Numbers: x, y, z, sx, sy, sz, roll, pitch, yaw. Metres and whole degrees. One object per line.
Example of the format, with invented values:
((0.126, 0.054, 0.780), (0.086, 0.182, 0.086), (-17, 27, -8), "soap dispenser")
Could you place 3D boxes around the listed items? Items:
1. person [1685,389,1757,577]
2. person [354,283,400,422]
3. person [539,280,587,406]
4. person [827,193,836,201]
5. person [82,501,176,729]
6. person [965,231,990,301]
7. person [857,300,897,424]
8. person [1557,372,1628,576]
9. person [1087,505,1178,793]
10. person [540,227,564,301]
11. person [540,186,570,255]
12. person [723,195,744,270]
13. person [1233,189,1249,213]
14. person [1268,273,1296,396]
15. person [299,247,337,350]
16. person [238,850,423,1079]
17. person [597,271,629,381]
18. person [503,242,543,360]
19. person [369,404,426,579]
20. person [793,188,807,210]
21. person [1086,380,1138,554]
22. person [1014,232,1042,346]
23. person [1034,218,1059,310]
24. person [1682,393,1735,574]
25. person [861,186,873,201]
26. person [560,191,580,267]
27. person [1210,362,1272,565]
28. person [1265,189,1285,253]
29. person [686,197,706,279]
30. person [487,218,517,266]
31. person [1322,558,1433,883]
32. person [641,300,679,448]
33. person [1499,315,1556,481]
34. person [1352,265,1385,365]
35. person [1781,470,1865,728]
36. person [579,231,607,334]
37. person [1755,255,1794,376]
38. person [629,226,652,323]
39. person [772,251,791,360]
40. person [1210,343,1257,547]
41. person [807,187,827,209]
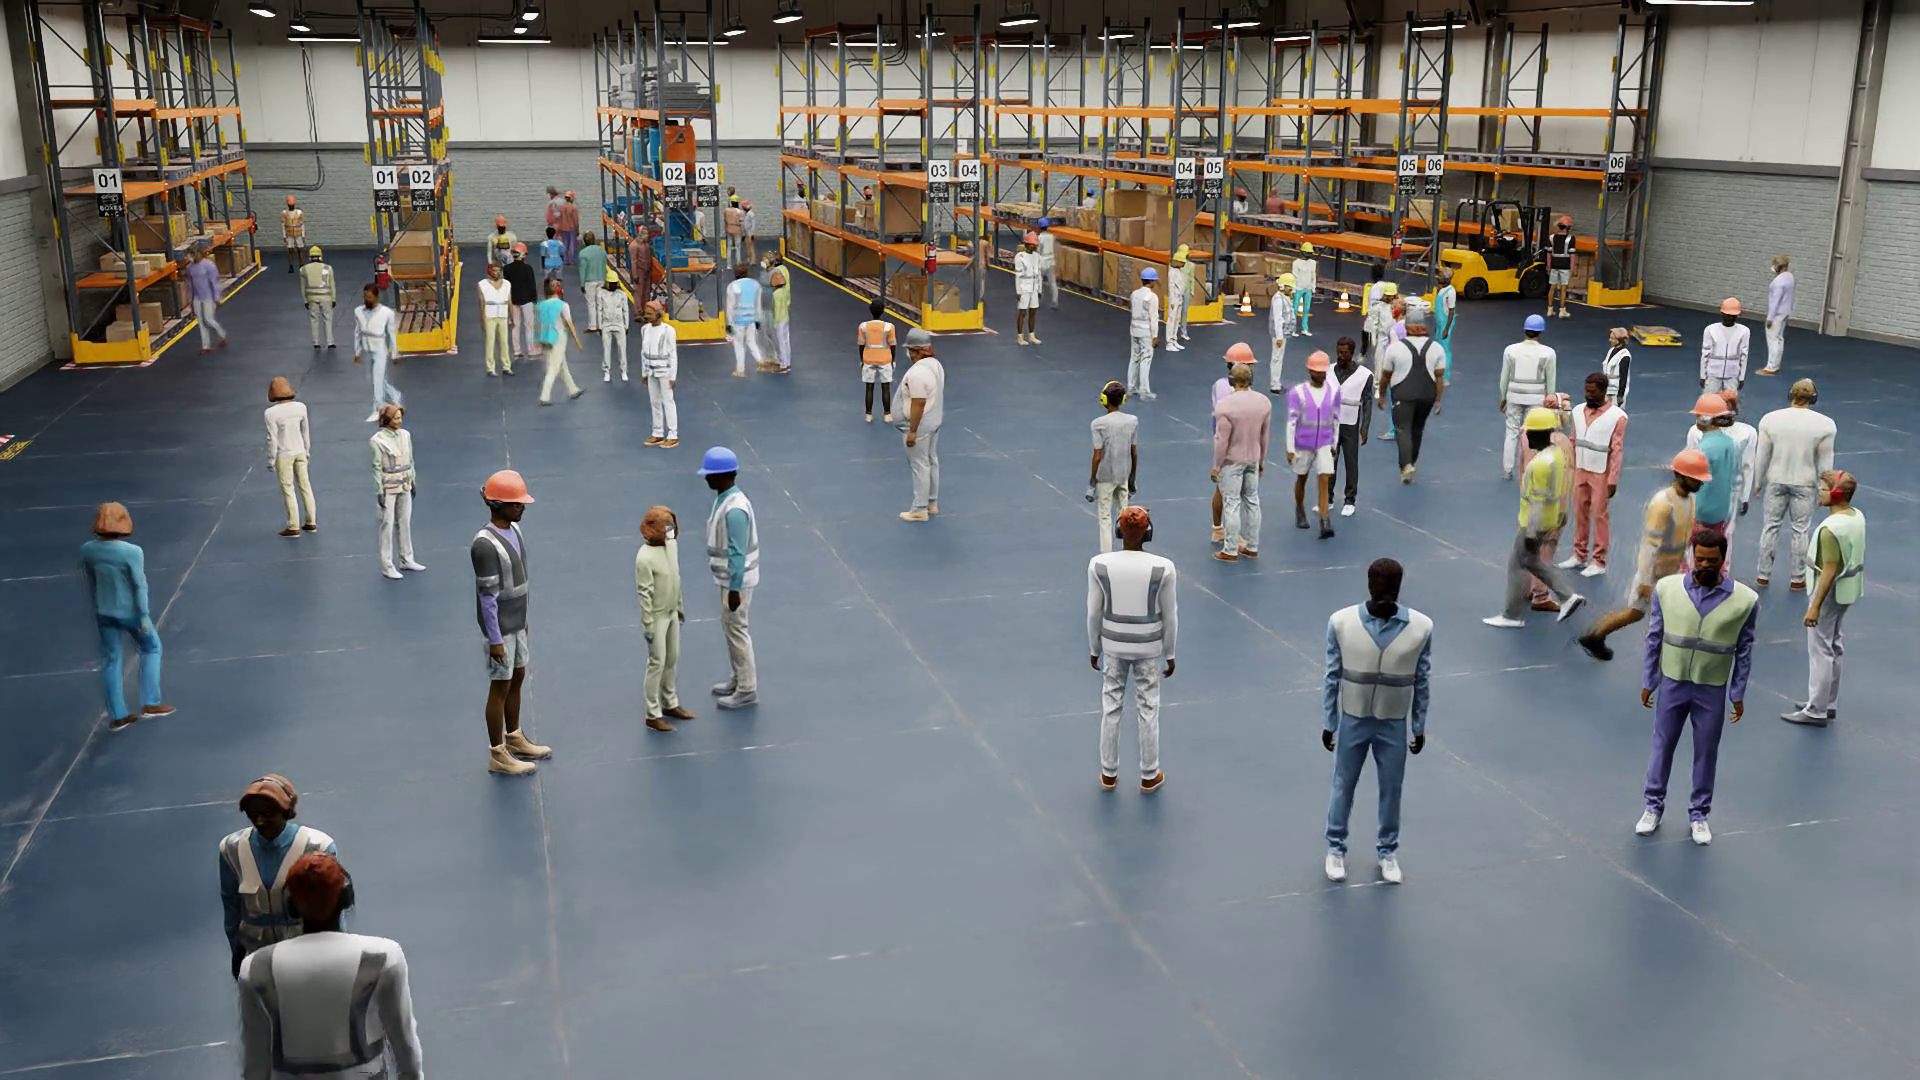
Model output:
((6.735, -0.413, 14.819), (0.568, 1.878, 0.351), (5, 16, 18), "person")
((-8.084, -2.631, 23.119), (0.597, 1.901, 0.805), (5, 16, 19), "person")
((-5.846, -2.877, 24.248), (0.589, 1.791, 0.988), (12, 19, 39), "person")
((-3.805, -9.453, 49.291), (0.280, 1.631, 0.504), (-13, 20, -40), "person")
((-5.913, 0.514, 11.800), (0.514, 1.615, 0.533), (2, 15, 9), "person")
((0.364, -5.986, 36.251), (0.547, 1.615, 0.589), (-2, 15, -6), "person")
((-1.126, -2.437, 22.760), (0.540, 1.698, 0.315), (2, 15, 8), "person")
((5.926, -0.625, 15.550), (0.402, 1.910, 0.598), (-8, 17, -27), "person")
((1.097, 0.699, 10.610), (0.576, 1.882, 0.355), (4, 15, 13), "person")
((-8.775, -5.874, 35.743), (0.541, 1.666, 0.696), (-9, 17, -31), "person")
((-11.405, -9.016, 46.863), (1.047, 2.000, 0.743), (-8, 17, -27), "person")
((-5.861, -7.995, 43.275), (0.581, 1.918, 0.403), (5, 16, 18), "person")
((7.880, -8.921, 46.805), (0.566, 1.893, 1.007), (-7, 17, -26), "person")
((4.837, -3.089, 24.982), (0.403, 1.822, 0.588), (4, 15, 15), "person")
((-11.355, -4.280, 29.490), (0.583, 1.816, 0.421), (-1, 15, -5), "person")
((-2.200, 2.016, 5.844), (0.597, 1.802, 1.138), (-2, 15, -8), "person")
((-5.452, -3.365, 26.192), (0.486, 1.738, 0.320), (-3, 15, -11), "person")
((-7.449, -4.054, 28.298), (0.611, 1.985, 0.393), (5, 16, 17), "person")
((-5.256, -0.461, 15.461), (0.315, 1.631, 0.525), (6, 16, 23), "person")
((-4.680, -9.428, 48.852), (0.487, 1.810, 0.726), (4, 16, 16), "person")
((1.396, -0.537, 15.286), (0.526, 1.869, 0.315), (-7, 17, -26), "person")
((1.259, -4.510, 29.933), (0.606, 2.037, 0.407), (-12, 19, -37), "person")
((1.766, -5.823, 35.129), (0.598, 1.902, 1.017), (-9, 17, -31), "person")
((6.222, -0.255, 14.024), (0.605, 1.972, 0.581), (-10, 18, -34), "person")
((-2.716, -9.538, 49.186), (0.507, 1.862, 0.324), (7, 16, 25), "person")
((-10.315, -8.237, 44.068), (0.606, 1.976, 0.434), (9, 18, 32), "person")
((2.668, -0.729, 15.881), (0.631, 1.936, 0.362), (-8, 17, -27), "person")
((8.969, -9.145, 47.726), (0.666, 1.840, 1.022), (2, 15, 9), "person")
((-6.579, -7.463, 41.114), (0.613, 1.991, 0.392), (-5, 16, -19), "person")
((-9.576, -5.769, 34.857), (0.615, 1.936, 1.070), (-2, 15, -9), "person")
((2.344, 1.007, 9.411), (0.603, 1.909, 0.392), (2, 15, 8), "person")
((-3.831, -2.115, 21.217), (0.583, 1.878, 0.342), (11, 18, 35), "person")
((6.561, -1.631, 19.253), (0.615, 1.945, 0.404), (8, 17, 28), "person")
((6.858, -3.740, 27.704), (0.766, 1.663, 0.546), (9, 18, 32), "person")
((6.149, 0.417, 11.747), (0.374, 1.839, 0.575), (14, 20, 42), "person")
((-6.935, -4.866, 31.461), (0.375, 1.932, 0.626), (11, 19, 36), "person")
((13.087, -3.595, 26.688), (0.404, 1.931, 0.629), (13, 20, 40), "person")
((-6.313, -5.290, 33.132), (0.401, 1.894, 0.654), (5, 16, 18), "person")
((-3.104, -3.991, 28.337), (0.430, 1.843, 0.626), (2, 15, 8), "person")
((2.712, -0.923, 16.402), (0.381, 2.045, 0.605), (-6, 16, -22), "person")
((-4.207, -9.510, 49.190), (0.661, 1.824, 0.448), (-1, 15, -2), "person")
